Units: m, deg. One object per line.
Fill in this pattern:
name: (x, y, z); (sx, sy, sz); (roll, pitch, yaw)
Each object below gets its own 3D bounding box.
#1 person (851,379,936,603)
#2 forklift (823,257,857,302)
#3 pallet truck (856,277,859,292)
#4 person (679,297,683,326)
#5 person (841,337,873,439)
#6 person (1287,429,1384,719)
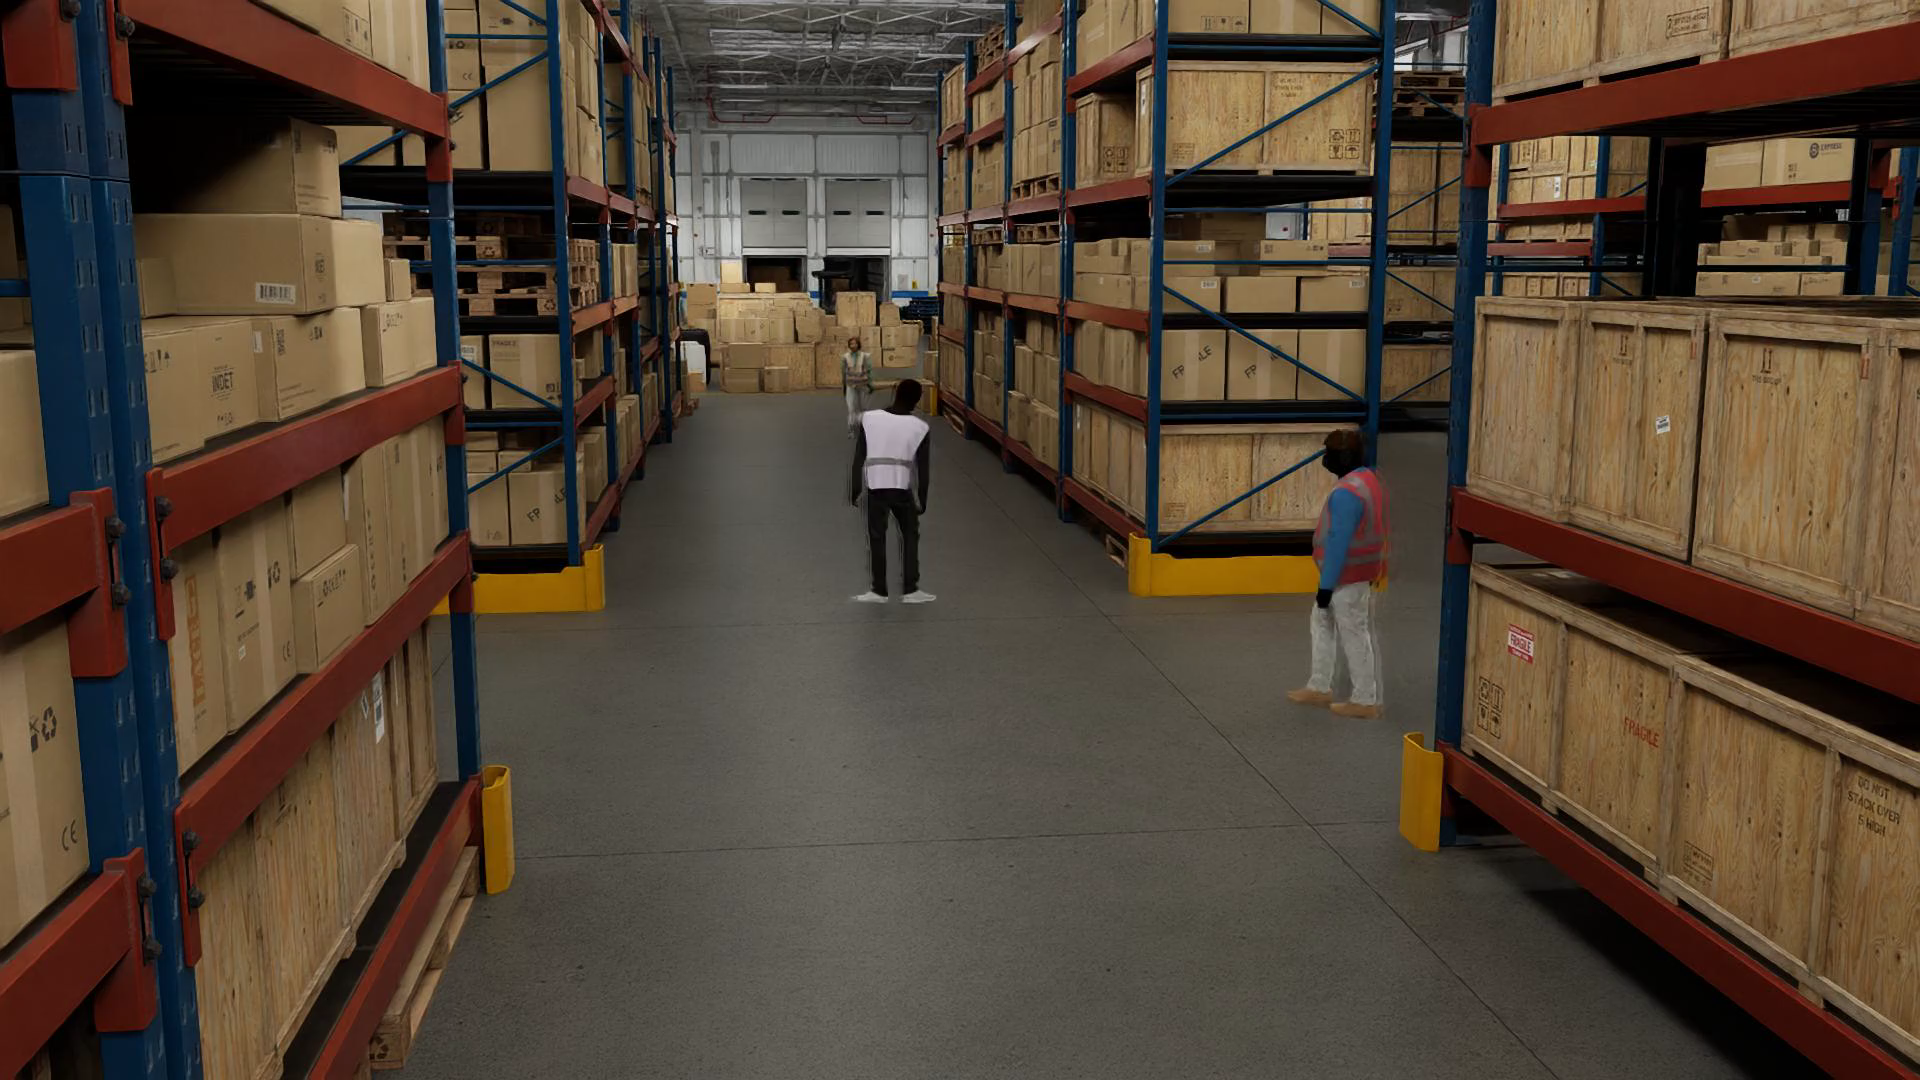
person: (-0.568, -0.388, 13.782); (0.687, 1.875, 0.375); (-1, 10, -4)
forklift: (-3.452, -6.789, 48.092); (1.129, 2.768, 1.873); (2, 10, 13)
pallet truck: (-3.782, -9.391, 65.808); (1.885, 1.965, 0.823); (2, 10, 10)
person: (-10.143, -8.217, 60.037); (0.585, 1.623, 0.408); (9, 14, 44)
person: (-1.638, -2.444, 26.510); (0.515, 1.605, 0.827); (0, 10, 2)
person: (2.316, 0.213, 10.408); (0.736, 1.815, 0.661); (4, 10, 21)
